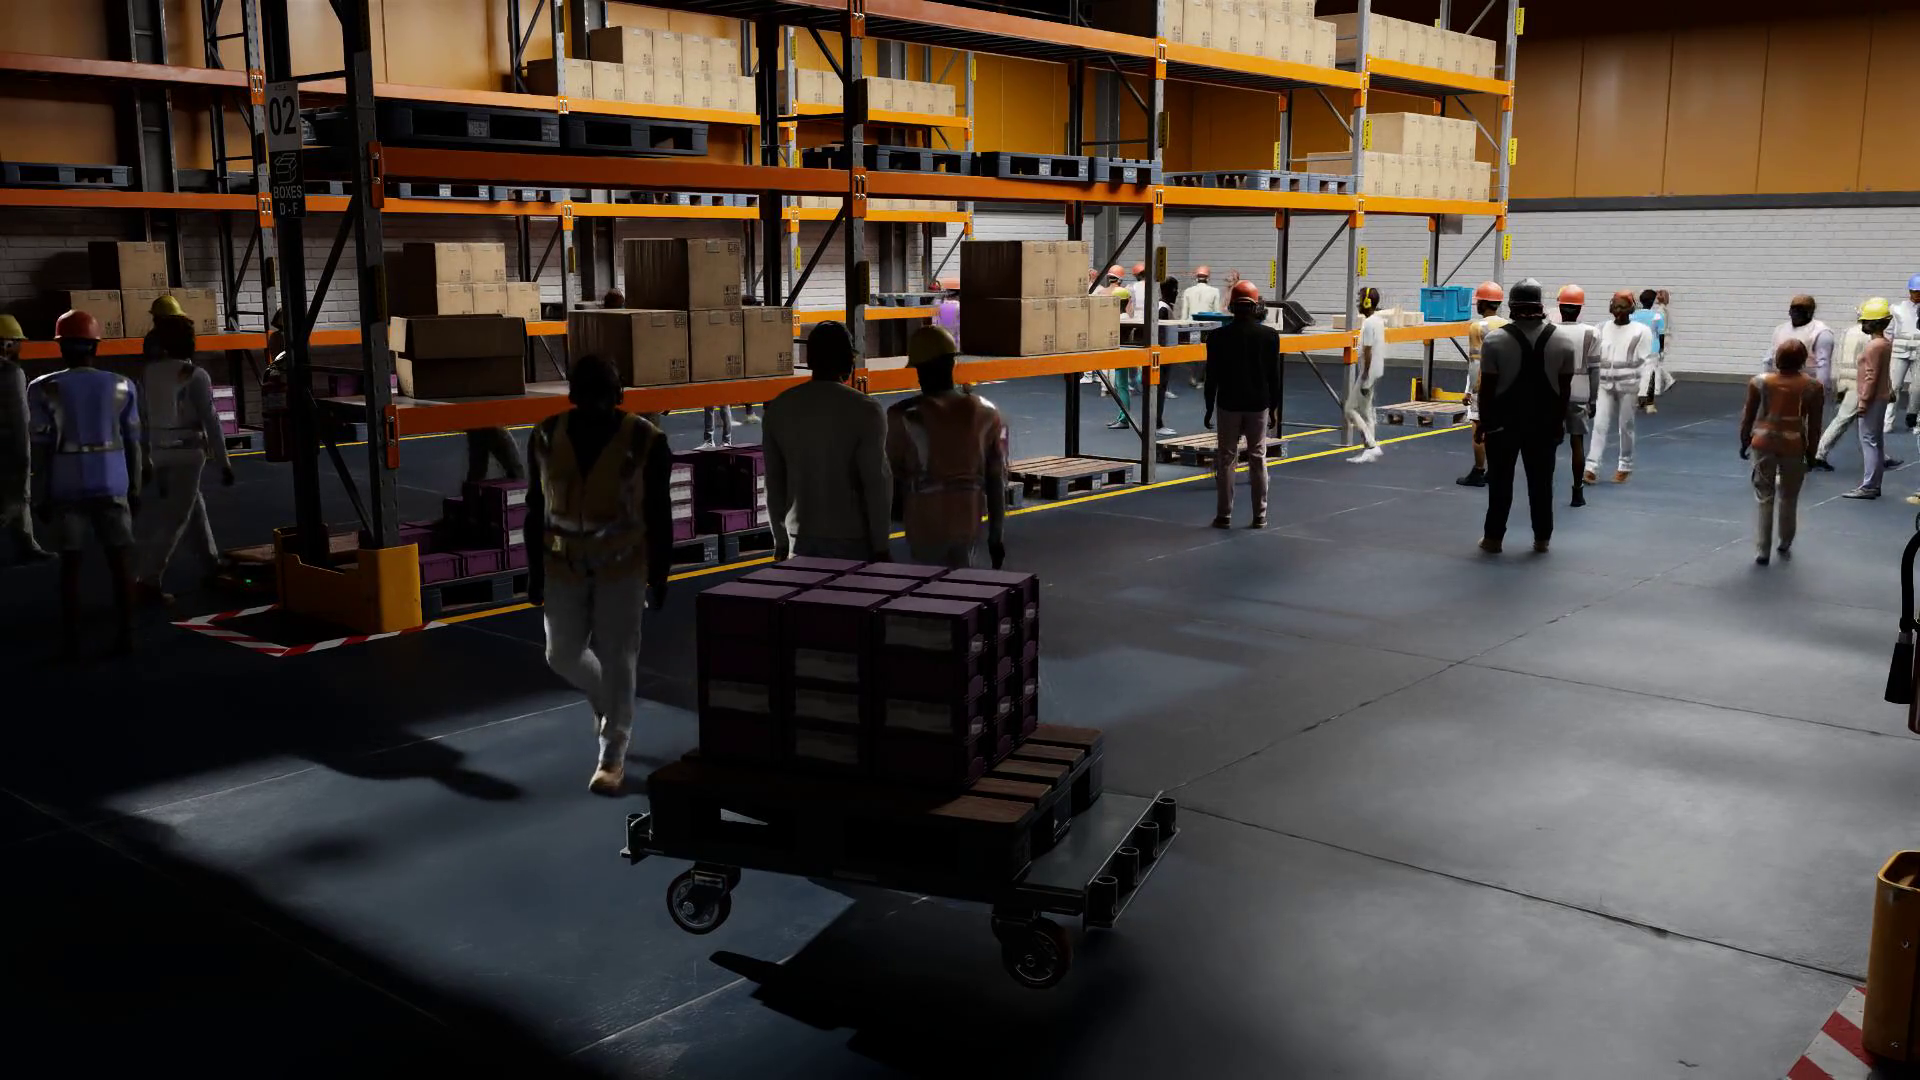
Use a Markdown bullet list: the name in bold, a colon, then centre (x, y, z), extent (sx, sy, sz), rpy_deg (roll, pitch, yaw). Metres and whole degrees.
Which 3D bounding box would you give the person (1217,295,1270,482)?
- **person**: centre (2.716, -1.402, 15.719), extent (0.522, 1.822, 0.755), rpy_deg (8, 12, 37)

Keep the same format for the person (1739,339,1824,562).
- **person**: centre (5.958, -0.655, 12.096), extent (0.529, 1.591, 0.851), rpy_deg (5, 11, 27)

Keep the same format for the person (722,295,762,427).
- **person**: centre (-2.701, -2.249, 20.974), extent (0.705, 1.659, 0.535), rpy_deg (-3, 10, -18)

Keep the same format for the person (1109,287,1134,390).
- **person**: centre (2.553, -3.184, 26.393), extent (0.499, 1.633, 0.286), rpy_deg (6, 11, 29)

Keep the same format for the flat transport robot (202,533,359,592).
- **flat transport robot**: centre (-4.357, 0.125, 11.429), extent (0.652, 0.197, 1.431), rpy_deg (8, 13, 39)

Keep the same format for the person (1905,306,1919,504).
- **person**: centre (8.562, -1.186, 14.618), extent (0.690, 1.806, 0.435), rpy_deg (-8, 13, -40)

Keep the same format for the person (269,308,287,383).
- **person**: centre (-7.238, -1.684, 17.886), extent (0.497, 1.625, 0.287), rpy_deg (8, 13, 38)

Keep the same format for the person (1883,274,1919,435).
- **person**: centre (11.539, -2.246, 20.189), extent (0.607, 1.939, 0.409), rpy_deg (5, 11, 28)

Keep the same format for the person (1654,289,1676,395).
- **person**: centre (10.717, -3.021, 25.461), extent (0.384, 1.622, 0.531), rpy_deg (6, 12, 32)

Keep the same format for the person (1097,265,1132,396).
- **person**: centre (2.351, -3.174, 25.305), extent (0.612, 1.996, 0.388), rpy_deg (7, 12, 33)

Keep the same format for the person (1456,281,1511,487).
- **person**: centre (4.981, -1.474, 15.780), extent (0.547, 1.942, 0.350), rpy_deg (-7, 12, -33)

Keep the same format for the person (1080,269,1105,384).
- **person**: centre (2.177, -3.559, 27.750), extent (0.409, 1.906, 0.651), rpy_deg (9, 14, 42)

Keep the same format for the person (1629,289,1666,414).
- **person**: centre (9.335, -2.565, 22.693), extent (0.540, 1.695, 0.317), rpy_deg (6, 12, 33)

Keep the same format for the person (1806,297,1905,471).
- **person**: centre (9.063, -1.552, 16.764), extent (0.995, 1.777, 0.584), rpy_deg (1, 10, 5)

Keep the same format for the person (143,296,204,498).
- **person**: centre (-7.078, -1.271, 14.934), extent (0.404, 1.830, 0.602), rpy_deg (-8, 13, -40)

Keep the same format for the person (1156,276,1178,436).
- **person**: centre (2.446, -2.224, 20.124), extent (0.389, 1.916, 0.590), rpy_deg (1, 10, 6)

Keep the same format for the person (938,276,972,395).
- **person**: centre (-0.115, -2.520, 21.908), extent (1.014, 1.891, 0.558), rpy_deg (-10, 14, -44)

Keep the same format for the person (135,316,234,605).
- **person**: centre (-5.035, -0.519, 10.694), extent (0.578, 1.838, 0.993), rpy_deg (4, 11, 23)

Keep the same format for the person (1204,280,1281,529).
- **person**: centre (2.264, -1.078, 13.376), extent (0.610, 1.996, 0.379), rpy_deg (0, 10, 1)

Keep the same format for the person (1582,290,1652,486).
- **person**: centre (6.227, -1.432, 15.793), extent (0.604, 1.850, 0.811), rpy_deg (9, 13, 42)

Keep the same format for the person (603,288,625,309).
- **person**: centre (-3.347, -1.493, 16.084), extent (0.649, 1.873, 0.897), rpy_deg (1, 10, 5)

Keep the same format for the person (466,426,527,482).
- **person**: centre (-3.531, -0.842, 12.801), extent (0.517, 1.710, 0.762), rpy_deg (9, 13, 41)

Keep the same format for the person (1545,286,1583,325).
- **person**: centre (8.359, -2.655, 23.108), extent (0.535, 1.730, 0.760), rpy_deg (5, 11, 27)

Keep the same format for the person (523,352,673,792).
- **person**: centre (-1.520, 0.110, 7.075), extent (0.640, 1.824, 0.668), rpy_deg (1, 10, 5)

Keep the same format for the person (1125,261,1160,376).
- **person**: centre (3.072, -3.637, 27.859), extent (0.699, 2.024, 0.452), rpy_deg (0, 10, -2)

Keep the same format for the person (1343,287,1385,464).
- **person**: centre (4.225, -1.709, 17.374), extent (0.372, 1.855, 0.533), rpy_deg (5, 11, 27)

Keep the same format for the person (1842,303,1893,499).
- **person**: centre (8.202, -1.250, 15.008), extent (0.321, 1.767, 0.533), rpy_deg (9, 13, 41)

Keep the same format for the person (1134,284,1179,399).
- **person**: centre (2.983, -3.044, 25.107), extent (0.757, 1.813, 0.571), rpy_deg (6, 11, 30)

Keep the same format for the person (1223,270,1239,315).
- **person**: centre (4.724, -3.677, 28.546), extent (0.437, 1.878, 0.689), rpy_deg (6, 11, 30)

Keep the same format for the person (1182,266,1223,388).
- **person**: centre (3.963, -3.453, 26.993), extent (0.643, 1.964, 0.797), rpy_deg (5, 11, 27)

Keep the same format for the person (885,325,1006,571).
- **person**: centre (-0.145, -0.071, 7.925), extent (0.597, 1.886, 0.846), rpy_deg (-5, 11, -28)

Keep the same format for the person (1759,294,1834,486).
- **person**: centre (7.863, -1.413, 15.784), extent (0.541, 1.827, 0.686), rpy_deg (-3, 10, -17)

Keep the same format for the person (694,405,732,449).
- **person**: centre (-2.723, -1.891, 18.358), extent (0.510, 1.872, 0.328), rpy_deg (5, 11, 27)

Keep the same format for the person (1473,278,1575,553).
- **person**: centre (4.153, -0.925, 12.376), extent (0.701, 2.000, 0.537), rpy_deg (0, 10, 0)

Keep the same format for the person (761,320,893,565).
- **person**: centre (-0.578, -0.002, 7.408), extent (0.628, 1.940, 0.378), rpy_deg (5, 11, 27)

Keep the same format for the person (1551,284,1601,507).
- **person**: centre (5.298, -1.257, 14.555), extent (0.542, 1.939, 0.361), rpy_deg (3, 10, 18)

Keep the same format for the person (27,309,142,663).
- **person**: centre (-4.773, -0.293, 9.120), extent (0.549, 1.927, 0.408), rpy_deg (-7, 12, -36)

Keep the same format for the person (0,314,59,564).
- **person**: centre (-6.747, -0.673, 11.637), extent (0.594, 1.802, 0.745), rpy_deg (5, 11, 28)

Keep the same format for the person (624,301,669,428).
- **person**: centre (-2.786, -1.225, 14.391), extent (0.371, 1.934, 0.627), rpy_deg (9, 14, 42)

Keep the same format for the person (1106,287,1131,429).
- **person**: centre (1.999, -2.276, 20.848), extent (0.308, 1.769, 0.525), rpy_deg (0, 10, 2)
